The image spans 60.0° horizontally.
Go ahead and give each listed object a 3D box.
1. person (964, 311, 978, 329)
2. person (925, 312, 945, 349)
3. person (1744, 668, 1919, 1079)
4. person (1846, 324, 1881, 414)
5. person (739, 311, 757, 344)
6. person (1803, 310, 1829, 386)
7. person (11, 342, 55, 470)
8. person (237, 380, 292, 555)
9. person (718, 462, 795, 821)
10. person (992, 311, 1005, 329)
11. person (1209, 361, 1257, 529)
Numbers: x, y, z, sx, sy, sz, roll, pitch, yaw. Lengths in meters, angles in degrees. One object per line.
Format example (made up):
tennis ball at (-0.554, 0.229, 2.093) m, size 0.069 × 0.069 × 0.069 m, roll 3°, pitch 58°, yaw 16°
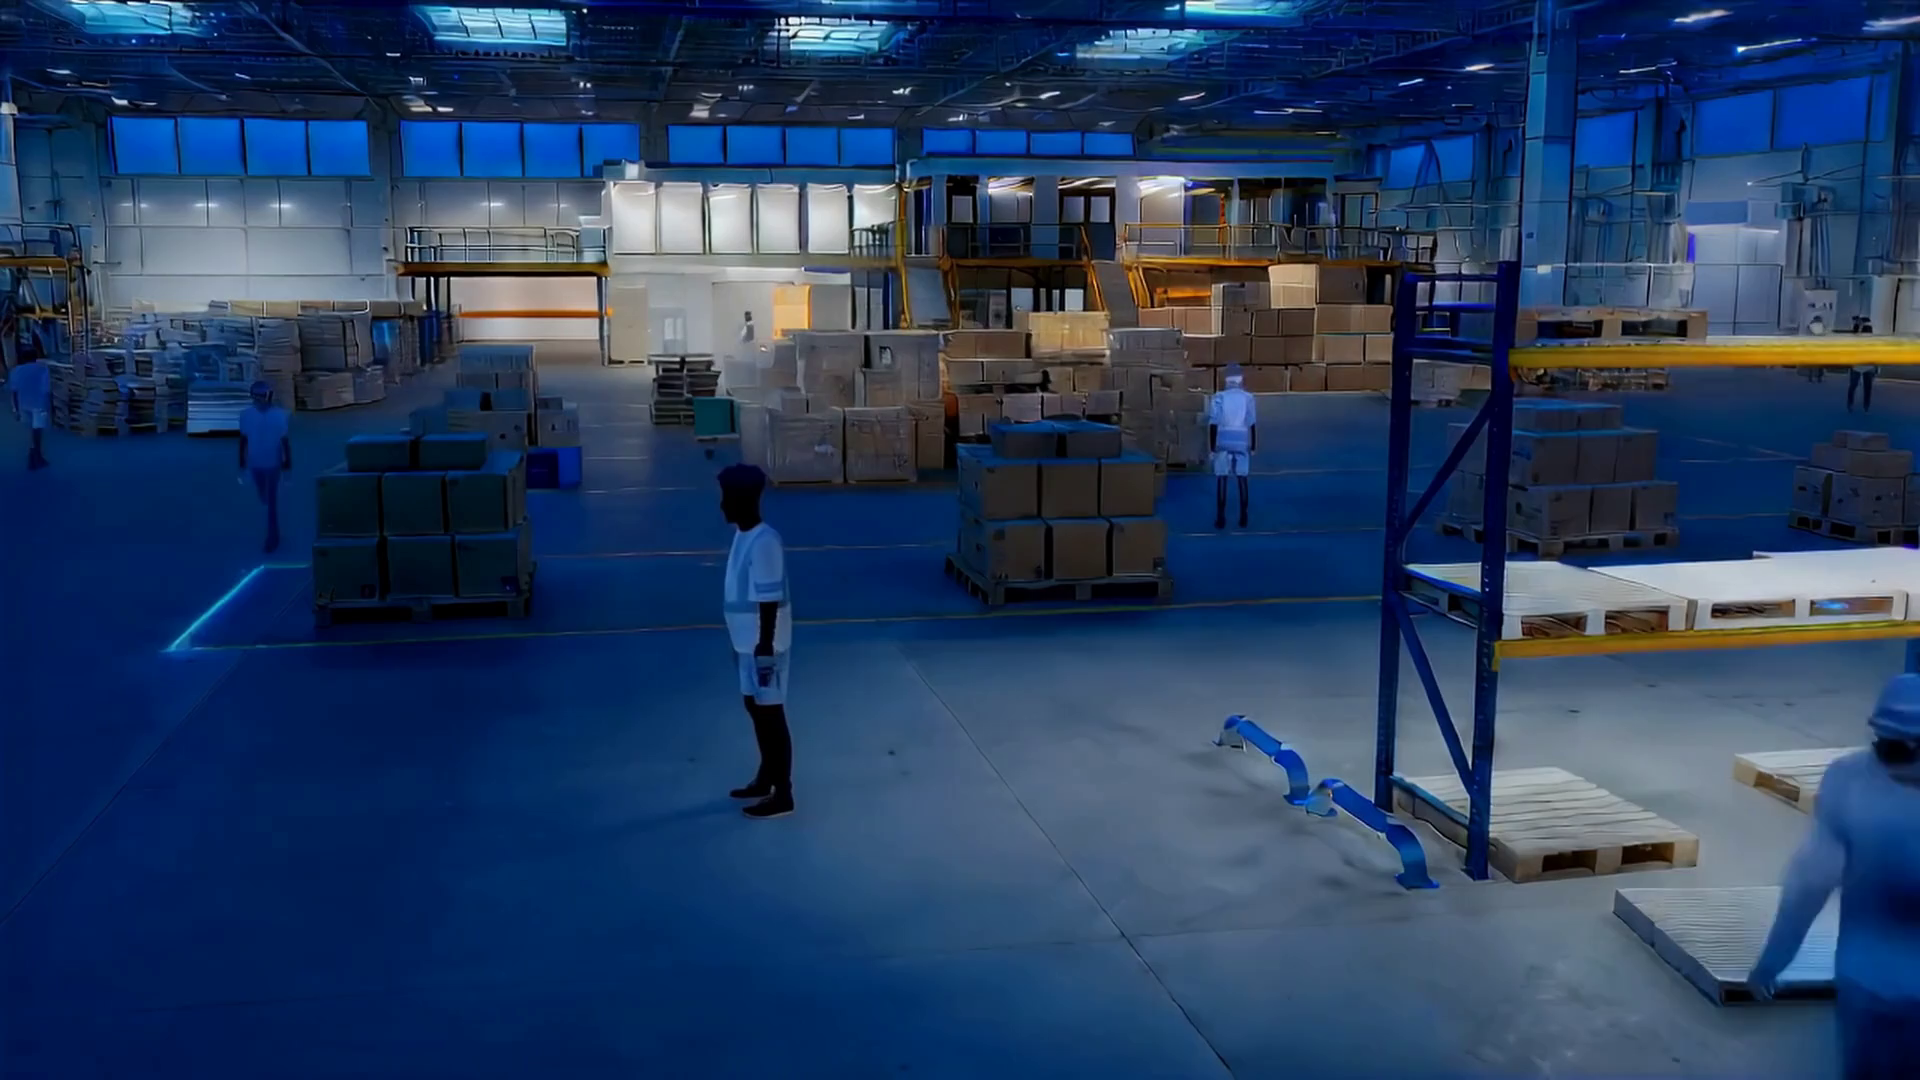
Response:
person at (0.240, -5.166, 44.309) m, size 0.968 × 1.841 × 0.576 m, roll 7°, pitch 12°, yaw 36°
person at (-0.589, -4.820, 42.092) m, size 0.989 × 1.867 × 0.602 m, roll 6°, pitch 11°, yaw 31°
person at (2.560, 1.295, 4.726) m, size 0.963 × 1.898 × 0.664 m, roll -2°, pitch 10°, yaw -14°
person at (18.529, -3.496, 34.107) m, size 0.624 × 1.841 × 0.430 m, roll 4°, pitch 10°, yaw 24°
person at (-5.700, -5.328, 45.310) m, size 0.771 × 1.815 × 0.521 m, roll 6°, pitch 11°, yaw 31°
person at (21.681, -4.870, 42.209) m, size 0.612 × 1.933 × 0.446 m, roll 1°, pitch 9°, yaw 6°
person at (-13.806, -1.986, 24.745) m, size 0.551 × 1.903 × 0.931 m, roll -1°, pitch 9°, yaw -8°
person at (-7.387, -0.789, 17.691) m, size 0.511 × 1.832 × 0.987 m, roll -2°, pitch 9°, yaw -9°
person at (-1.119, 0.545, 9.124) m, size 0.382 × 1.958 × 0.606 m, roll -3°, pitch 10°, yaw -19°
person at (0.885, -4.515, 39.968) m, size 0.997 × 1.942 × 0.651 m, roll -4°, pitch 10°, yaw -21°
person at (3.130, -1.090, 19.182) m, size 0.542 × 1.928 × 0.400 m, roll -1°, pitch 9°, yaw -4°
